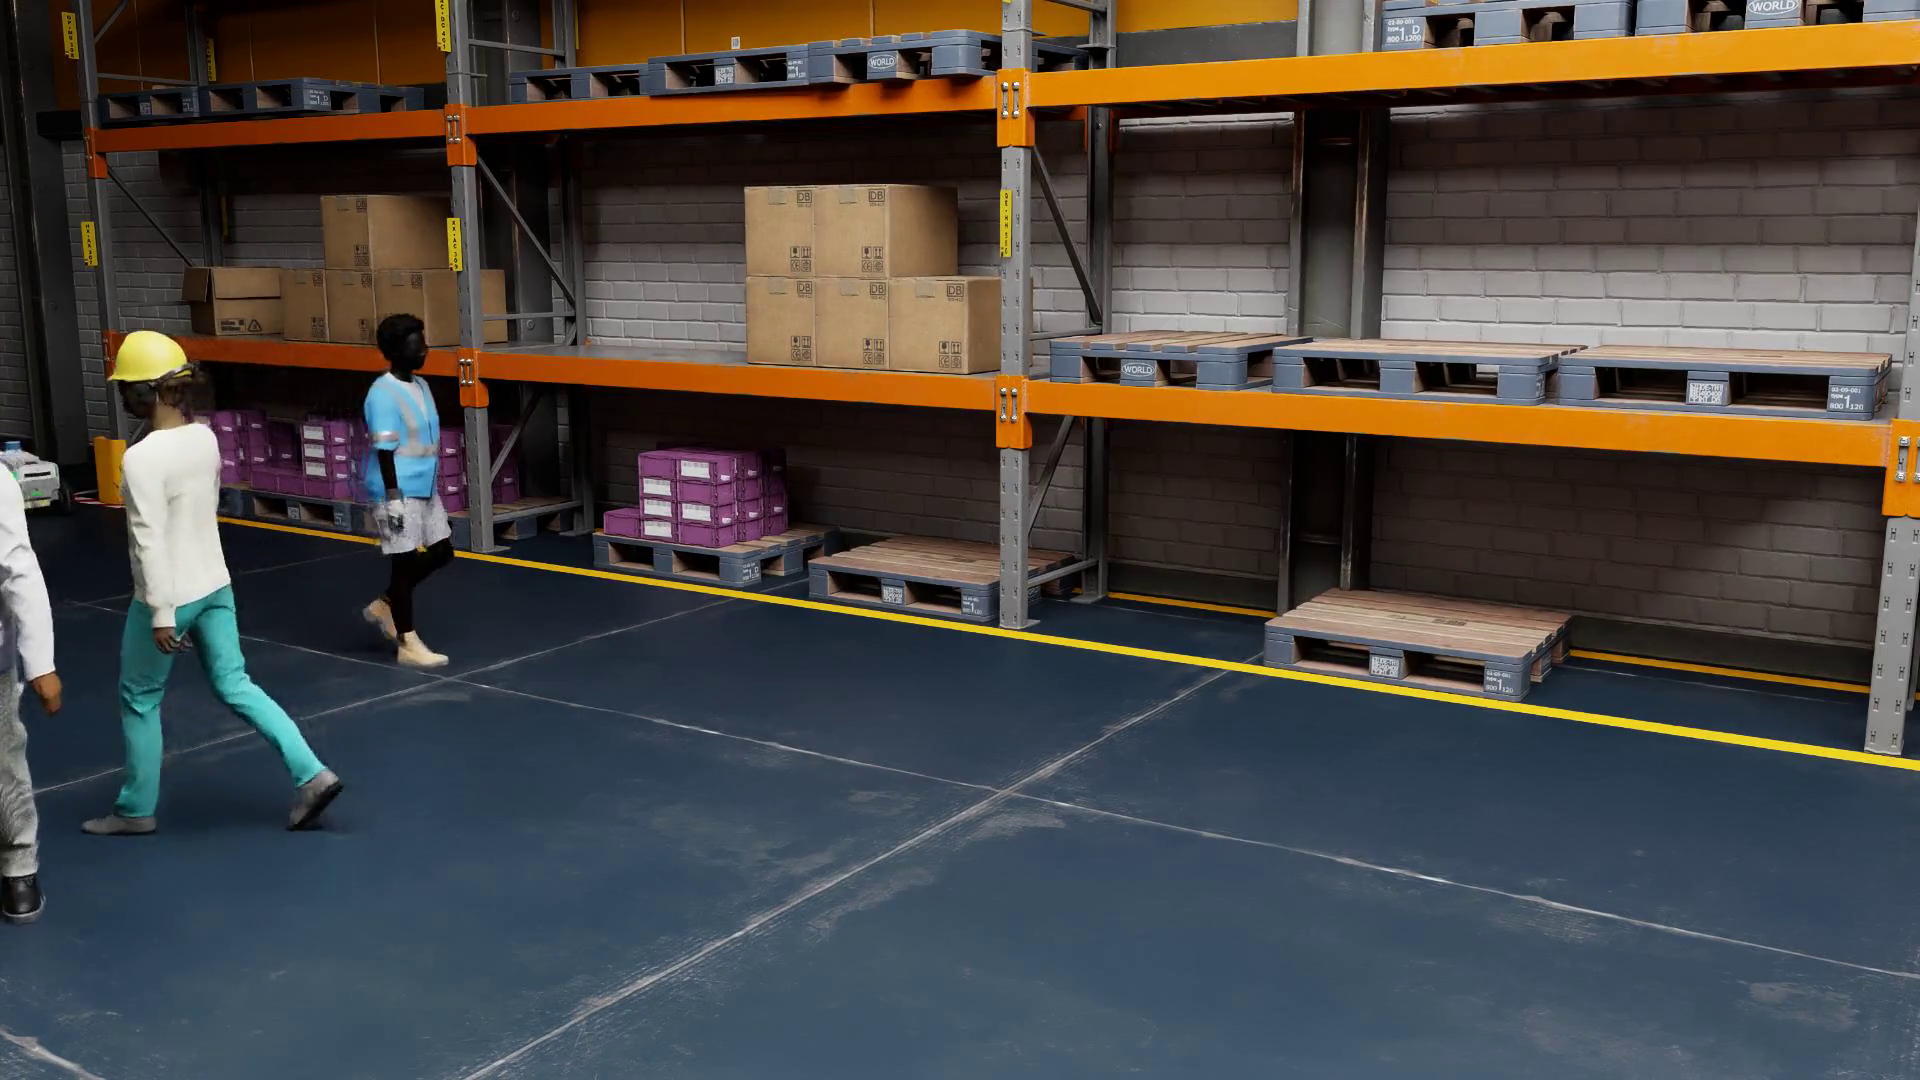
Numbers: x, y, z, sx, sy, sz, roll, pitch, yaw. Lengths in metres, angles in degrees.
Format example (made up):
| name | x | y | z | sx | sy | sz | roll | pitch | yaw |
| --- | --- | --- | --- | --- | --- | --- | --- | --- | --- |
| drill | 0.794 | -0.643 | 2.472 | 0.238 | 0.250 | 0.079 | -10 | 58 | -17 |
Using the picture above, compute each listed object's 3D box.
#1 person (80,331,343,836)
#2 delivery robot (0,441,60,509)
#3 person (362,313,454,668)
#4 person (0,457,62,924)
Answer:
| name | x | y | z | sx | sy | sz | roll | pitch | yaw |
| --- | --- | --- | --- | --- | --- | --- | --- | --- | --- |
| person | -2.559 | 0.164 | 5.571 | 0.852 | 1.735 | 0.529 | 1 | 10 | 7 |
| delivery robot | -6.889 | -0.477 | 12.130 | 0.707 | 0.478 | 0.477 | 8 | 13 | 37 |
| person | -2.654 | -0.227 | 7.873 | 0.421 | 1.688 | 0.536 | 1 | 10 | 8 |
| person | -2.844 | 0.324 | 4.621 | 0.662 | 1.770 | 0.907 | -2 | 10 | -12 |
